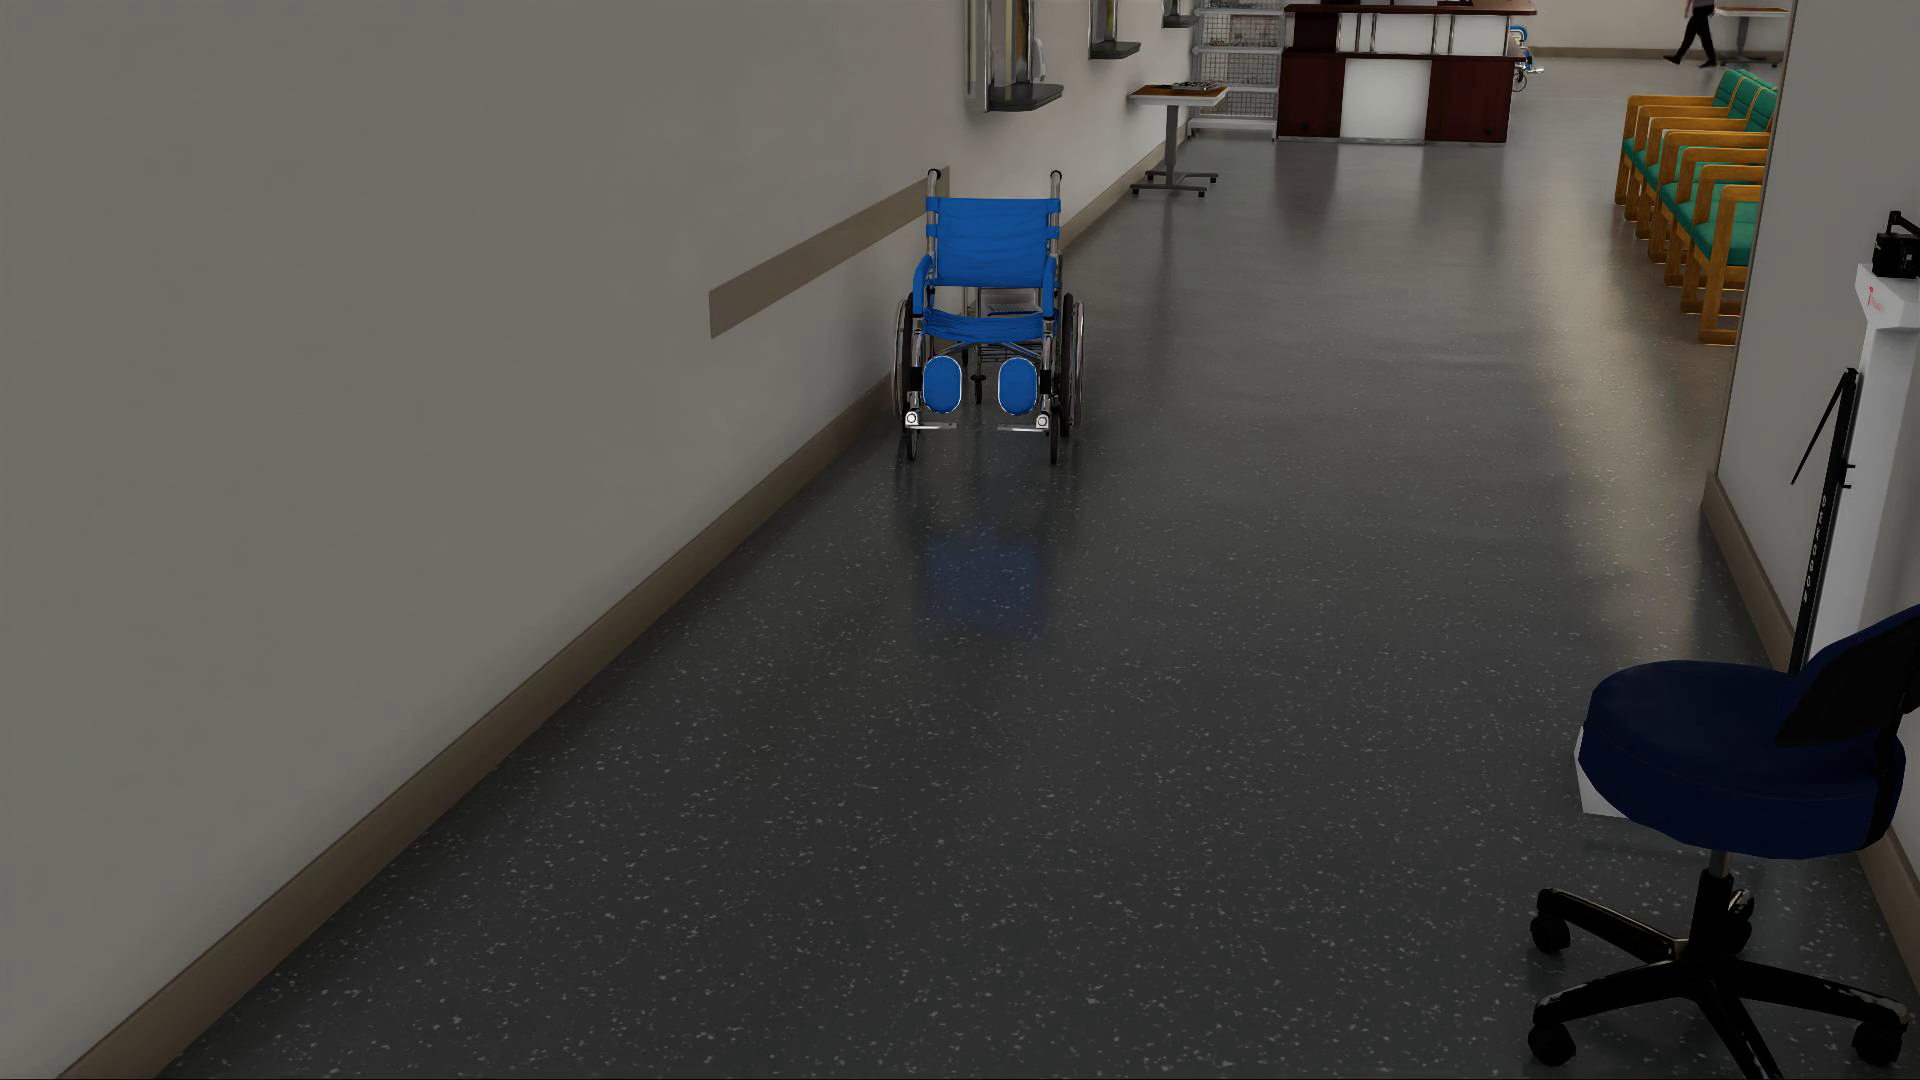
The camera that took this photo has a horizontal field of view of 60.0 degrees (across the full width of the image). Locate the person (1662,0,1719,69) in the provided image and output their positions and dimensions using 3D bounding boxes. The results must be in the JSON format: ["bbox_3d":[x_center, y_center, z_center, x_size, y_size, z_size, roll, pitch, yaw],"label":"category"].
[{"bbox_3d":[11.082,-7.873,24.655,1.012,1.718,1.216,-17,26,-37],"label":"person"}]
